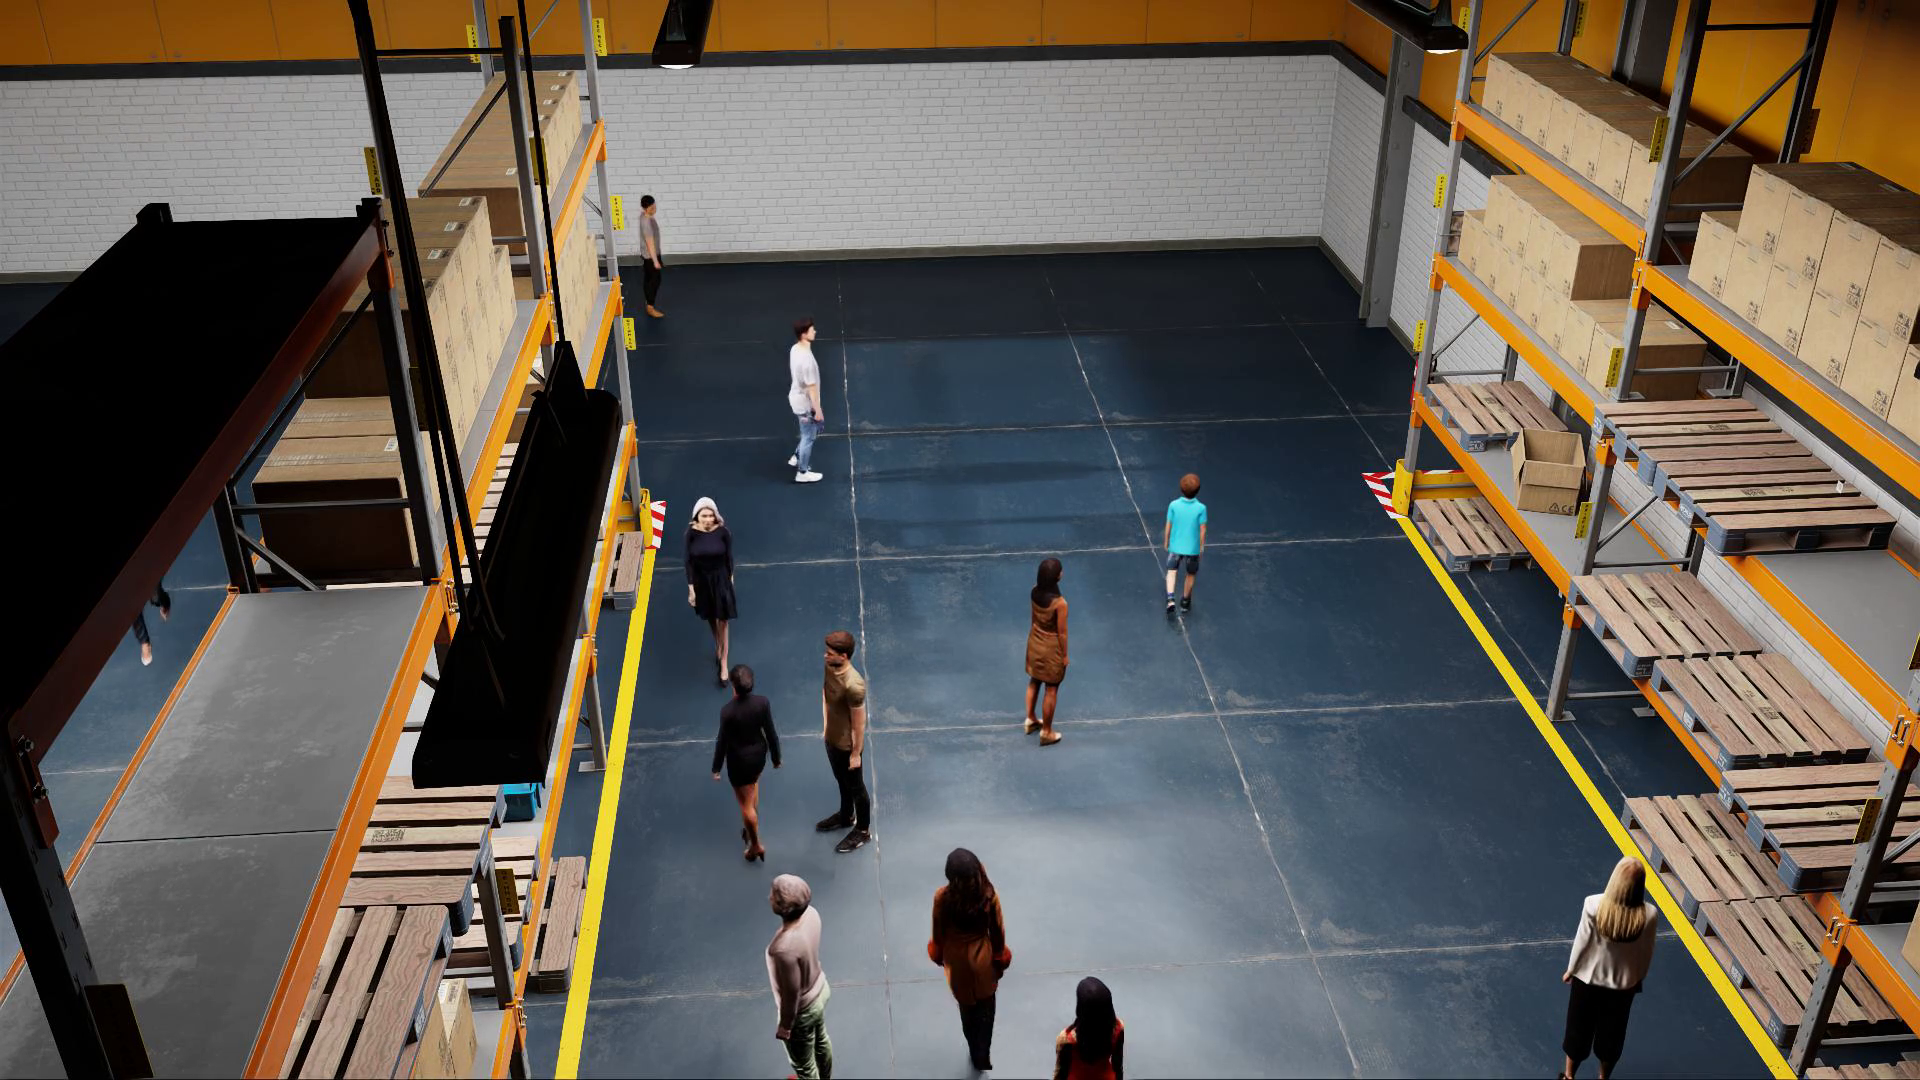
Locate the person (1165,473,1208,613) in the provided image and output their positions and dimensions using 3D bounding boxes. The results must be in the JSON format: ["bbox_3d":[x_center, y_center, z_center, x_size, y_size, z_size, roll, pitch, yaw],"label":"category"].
[{"bbox_3d":[2.091,0.066,15.482,0.647,1.438,0.786,6,29,12],"label":"person"}]

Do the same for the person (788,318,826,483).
[{"bbox_3d":[-1.741,-1.490,17.879,0.807,1.874,0.682,-8,30,-14],"label":"person"}]

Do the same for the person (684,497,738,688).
[{"bbox_3d":[-2.195,0.369,14.627,0.570,1.725,0.819,-2,29,-4],"label":"person"}]

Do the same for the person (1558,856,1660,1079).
[{"bbox_3d":[3.955,2.704,10.208,0.679,1.857,0.622,6,29,10],"label":"person"}]

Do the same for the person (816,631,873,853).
[{"bbox_3d":[-0.858,1.479,12.460,0.811,1.851,0.663,-16,32,-26],"label":"person"}]

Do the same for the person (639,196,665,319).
[{"bbox_3d":[-4.196,-3.861,22.426,0.897,1.683,0.537,-13,31,-23],"label":"person"}]

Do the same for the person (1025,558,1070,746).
[{"bbox_3d":[0.718,0.905,13.687,0.701,1.684,0.606,-20,35,-33],"label":"person"}]

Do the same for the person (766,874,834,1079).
[{"bbox_3d":[-0.961,2.785,10.043,0.804,1.874,0.655,7,29,12],"label":"person"}]

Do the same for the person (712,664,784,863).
[{"bbox_3d":[-1.517,1.690,12.319,0.800,1.617,0.817,-21,35,-34],"label":"person"}]

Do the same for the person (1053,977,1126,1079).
[{"bbox_3d":[0.760,3.225,9.424,0.810,1.694,1.118,-12,31,-21],"label":"person"}]

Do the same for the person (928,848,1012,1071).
[{"bbox_3d":[0.041,2.697,10.380,0.715,1.705,0.777,2,29,3],"label":"person"}]
